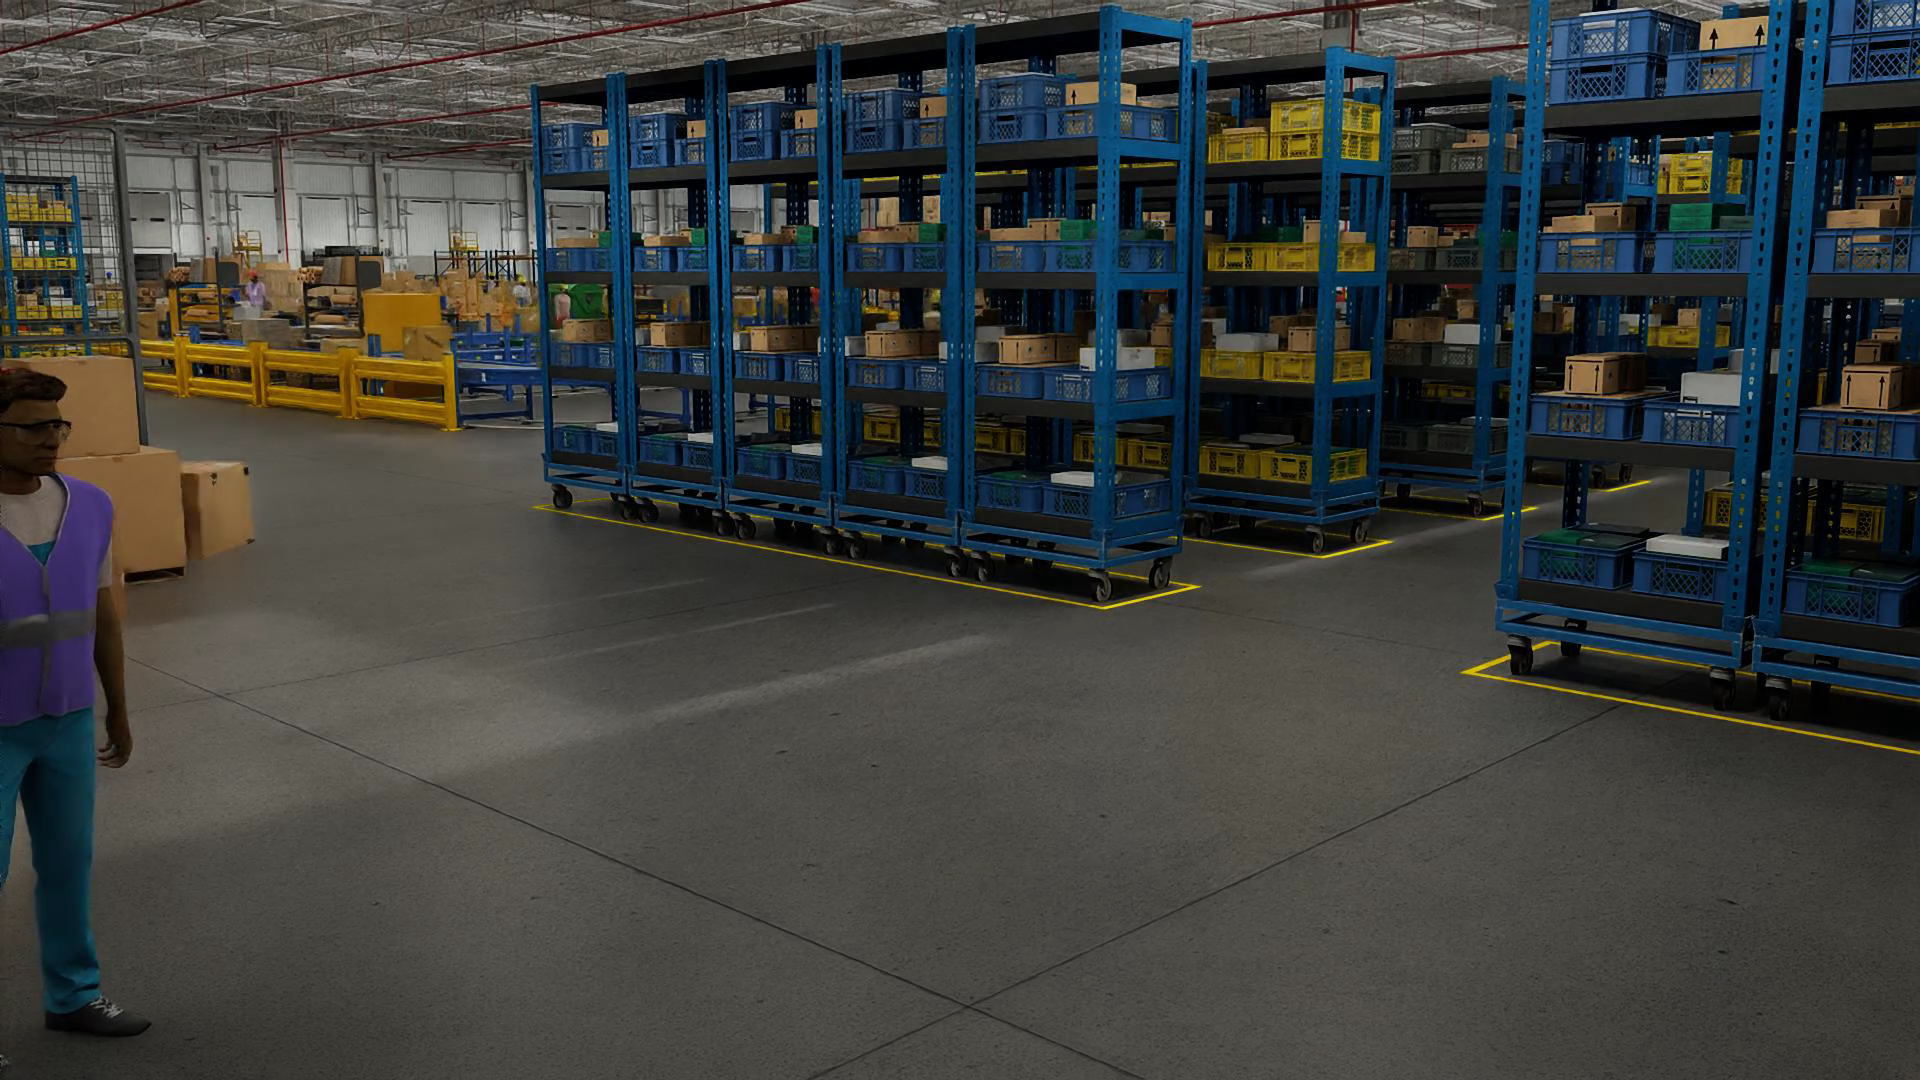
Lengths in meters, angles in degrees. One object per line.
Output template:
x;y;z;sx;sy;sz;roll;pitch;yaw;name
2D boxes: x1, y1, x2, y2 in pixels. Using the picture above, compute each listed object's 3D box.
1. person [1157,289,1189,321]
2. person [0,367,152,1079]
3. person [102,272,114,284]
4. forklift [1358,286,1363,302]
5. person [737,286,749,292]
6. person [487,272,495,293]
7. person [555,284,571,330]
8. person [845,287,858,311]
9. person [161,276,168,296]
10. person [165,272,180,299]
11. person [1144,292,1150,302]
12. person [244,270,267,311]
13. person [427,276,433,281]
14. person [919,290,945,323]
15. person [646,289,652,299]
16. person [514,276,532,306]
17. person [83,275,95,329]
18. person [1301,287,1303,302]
3.182;-2.878;24.662;0.815;1.877;0.645;-6;11;-32;person
-2.409;0.474;4.271;0.404;1.832;0.578;4;10;25;person
-38.268;-11.091;74.835;0.413;1.936;0.605;4;10;24;person
11.100;-7.017;46.970;1.873;2.768;1.129;9;13;43;forklift
-9.326;-10.556;71.564;0.554;1.925;0.456;1;9;4;person
-21.395;-11.274;75.979;0.371;1.929;0.585;-4;10;-24;person
-10.342;-5.824;43.154;0.786;1.738;0.524;8;12;41;person
-2.964;-6.114;45.084;0.432;1.682;0.538;9;13;43;person
-36.234;-11.177;75.952;0.294;1.744;0.485;7;12;38;person
-30.549;-9.466;64.717;0.518;1.980;0.644;3;10;19;person
7.030;-9.025;62.891;0.316;1.698;0.540;1;9;4;person
-21.251;-7.095;50.091;0.629;2.011;0.534;2;10;14;person
-24.810;-11.472;77.744;0.786;1.733;0.552;-9;13;-43;person
-0.318;-2.561;23.023;0.610;1.782;0.967;6;11;34;person
-17.373;-14.007;92.755;0.454;1.918;0.650;-9;13;-44;person
-15.128;-8.230;57.649;0.622;1.816;0.430;-8;12;-42;person
-29.647;-8.090;56.628;0.328;1.876;0.513;2;9;12;person
10.331;-6.982;49.635;0.367;1.939;0.634;4;10;24;person
